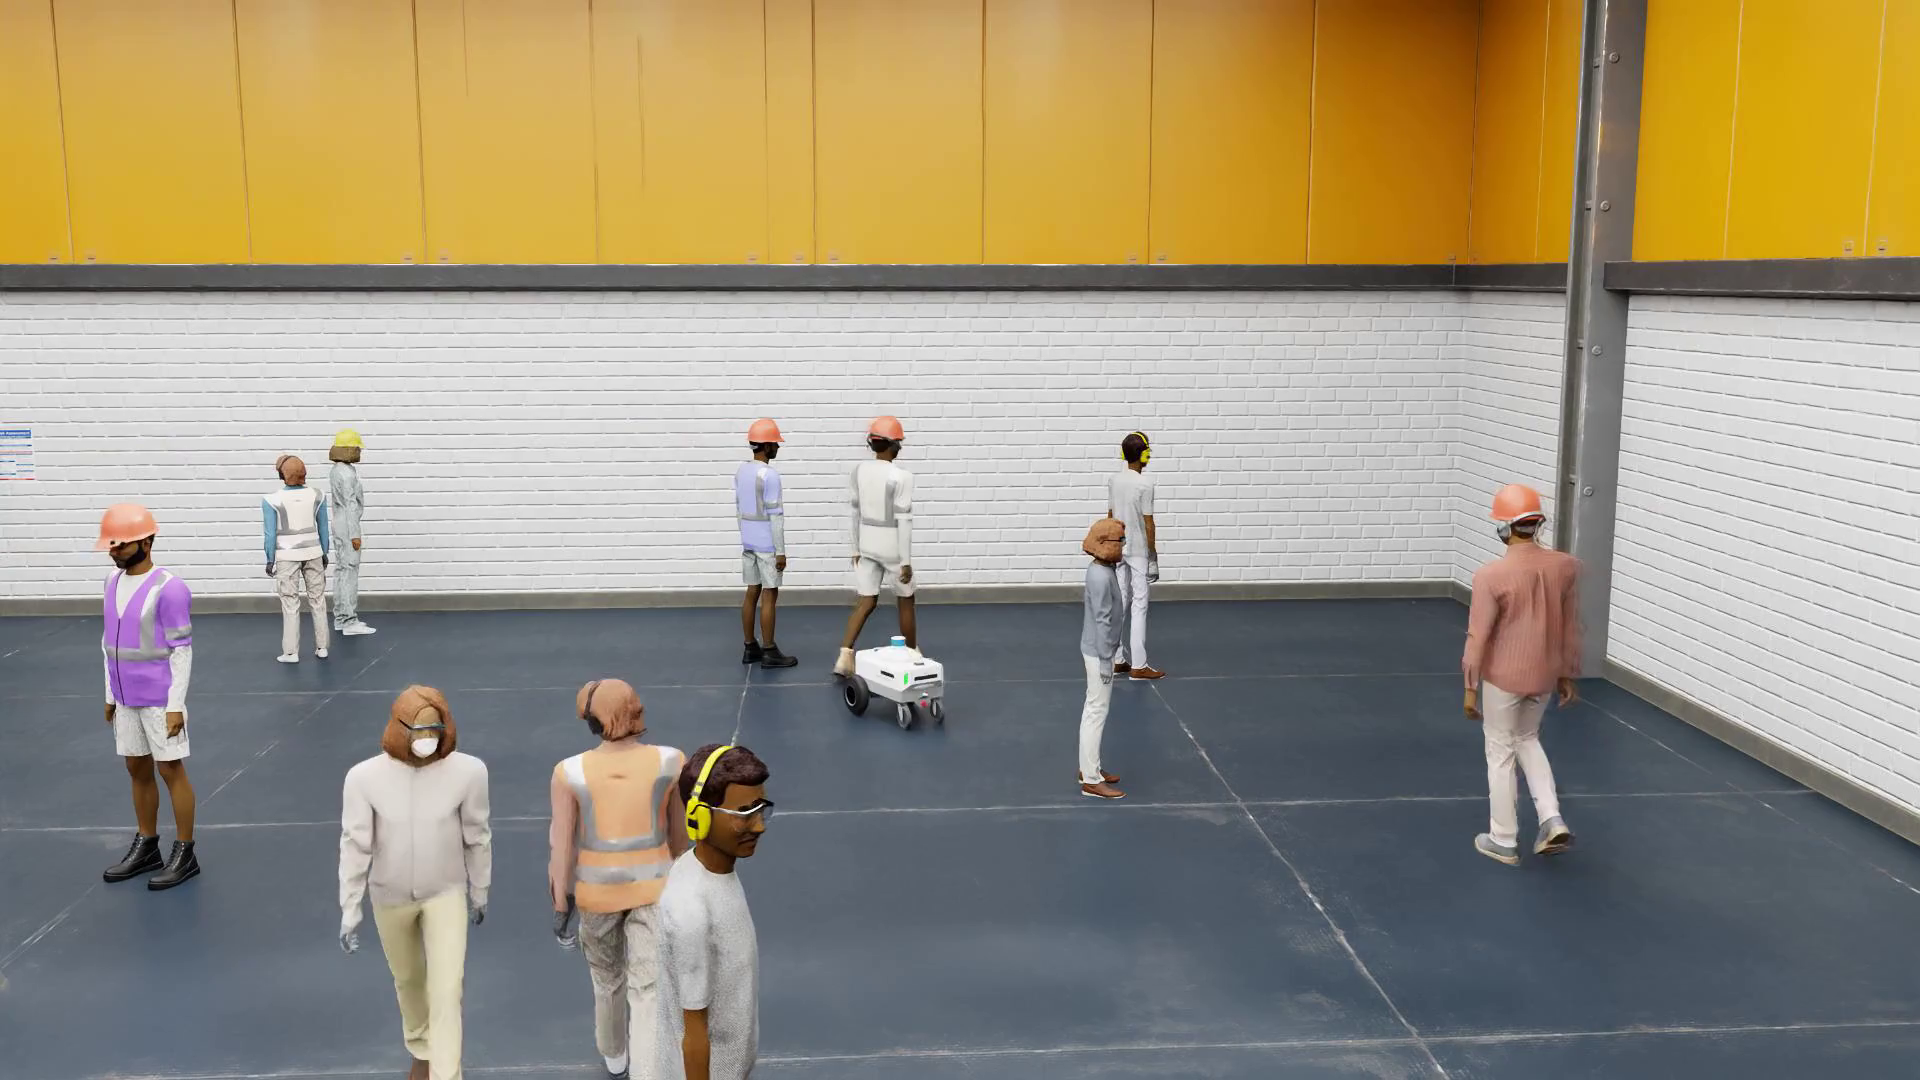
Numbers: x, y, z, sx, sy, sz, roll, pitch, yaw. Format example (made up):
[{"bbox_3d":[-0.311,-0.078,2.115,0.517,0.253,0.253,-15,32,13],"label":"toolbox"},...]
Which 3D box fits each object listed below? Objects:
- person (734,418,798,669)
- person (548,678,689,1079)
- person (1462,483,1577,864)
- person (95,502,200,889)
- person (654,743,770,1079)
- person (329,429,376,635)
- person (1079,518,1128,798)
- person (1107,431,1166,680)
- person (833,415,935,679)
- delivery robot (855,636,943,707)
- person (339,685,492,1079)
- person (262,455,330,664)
[{"bbox_3d":[-1.508,0.027,12.872,0.358,1.938,0.548,-8,12,-40],"label":"person"},{"bbox_3d":[-1.225,1.289,6.020,0.502,1.595,0.792,-2,9,-11],"label":"person"},{"bbox_3d":[2.858,0.698,8.514,0.648,1.980,0.459,-3,10,-20],"label":"person"},{"bbox_3d":[-4.049,0.765,8.247,0.543,1.934,0.362,4,10,24],"label":"person"},{"bbox_3d":[-0.621,1.432,4.285,0.319,1.863,0.521,-1,9,-3],"label":"person"},{"bbox_3d":[-5.171,-0.074,14.117,0.325,1.740,0.492,-6,11,-33],"label":"person"},{"bbox_3d":[0.837,0.678,9.735,0.265,1.632,0.507,0,9,2],"label":"person"},{"bbox_3d":[1.315,0.118,12.514,0.326,1.871,0.518,-7,11,-36],"label":"person"},{"bbox_3d":[-0.581,0.061,12.457,0.620,2.010,0.937,7,11,37],"label":"person"},{"bbox_3d":[-0.418,0.904,11.384,0.477,0.478,0.707,-6,11,-33],"label":"delivery robot"},{"bbox_3d":[-1.916,1.310,5.887,0.507,1.589,0.870,-2,9,-13],"label":"person"},{"bbox_3d":[-5.179,0.150,13.016,0.514,1.645,0.307,-9,12,-43],"label":"person"}]
